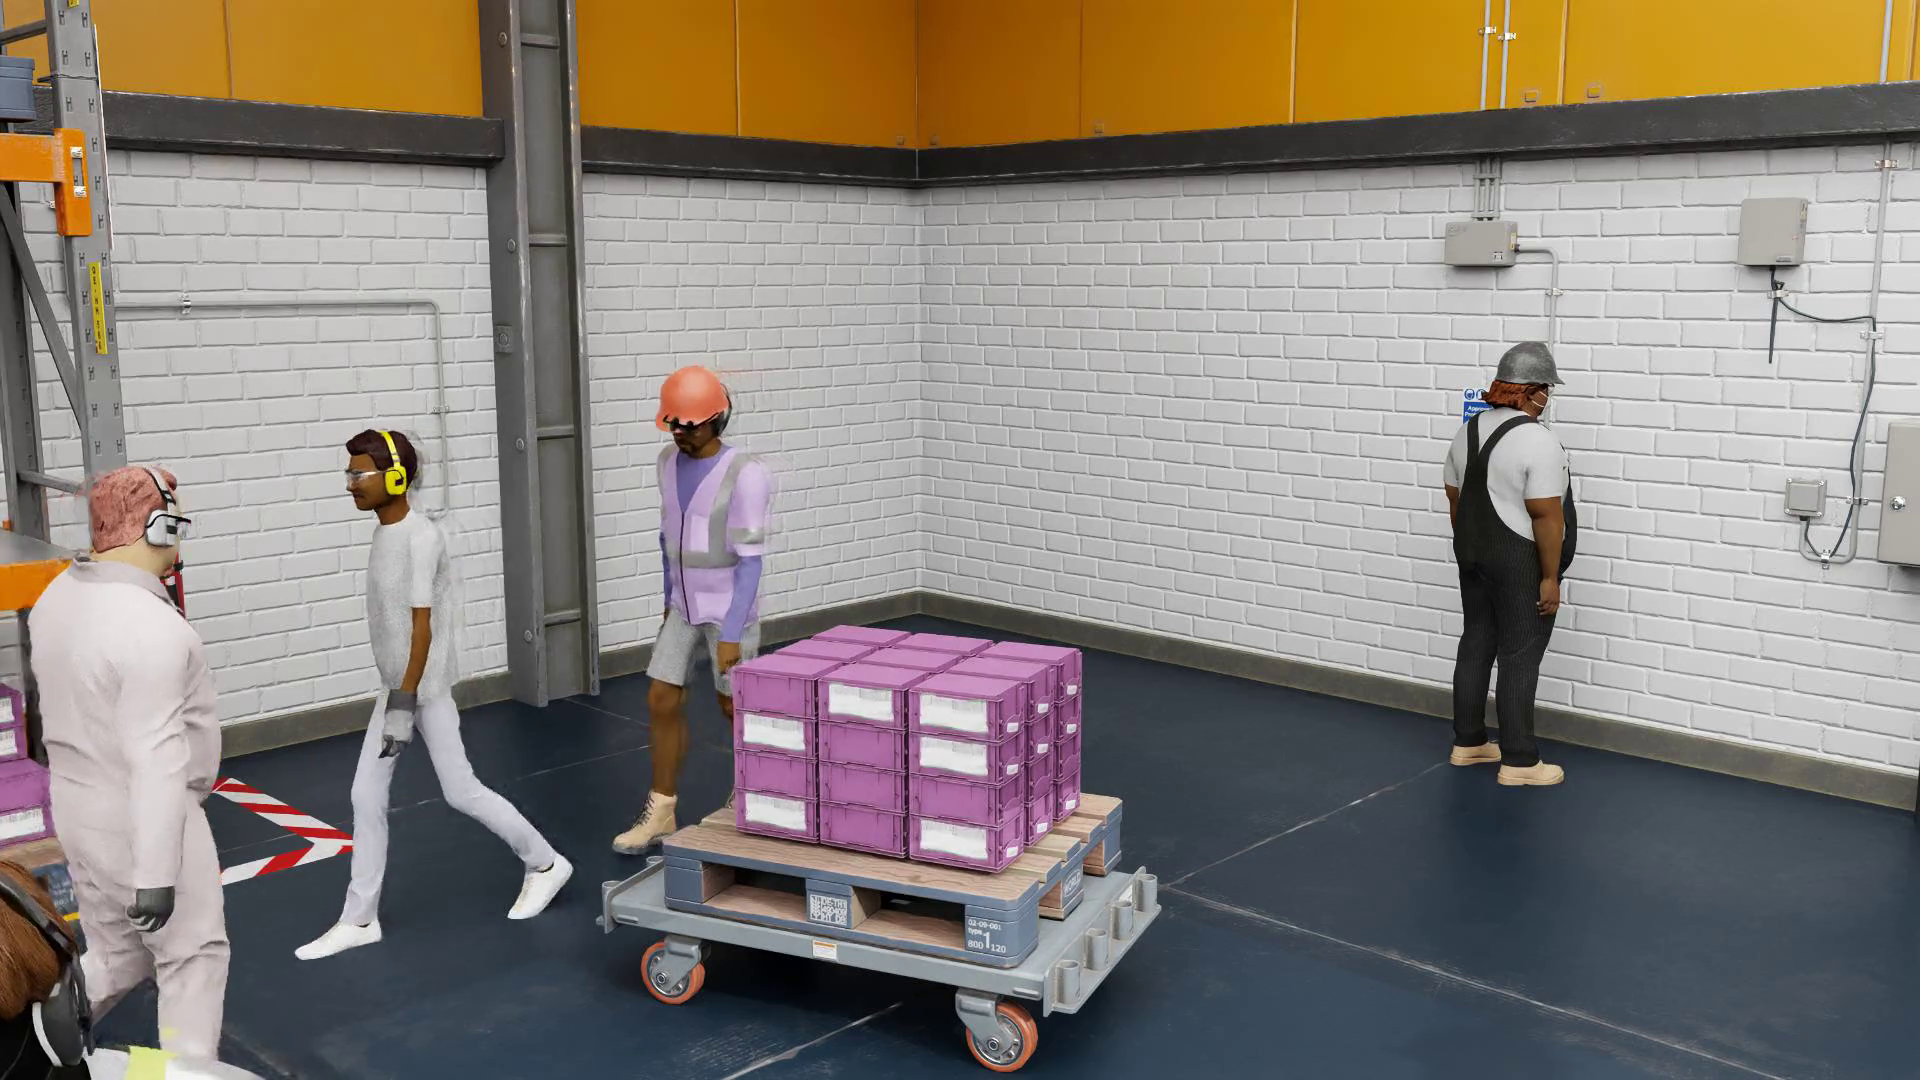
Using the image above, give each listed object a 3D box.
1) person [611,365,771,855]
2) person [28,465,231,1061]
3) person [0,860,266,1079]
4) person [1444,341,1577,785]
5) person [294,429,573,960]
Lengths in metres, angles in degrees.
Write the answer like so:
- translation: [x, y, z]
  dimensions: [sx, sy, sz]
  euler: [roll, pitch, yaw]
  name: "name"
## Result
- translation: [-1.079, 0.298, 6.646]
  dimensions: [0.699, 1.985, 0.833]
  euler: [7, 12, 38]
  name: "person"
- translation: [-2.169, 0.750, 4.224]
  dimensions: [0.654, 1.873, 0.724]
  euler: [7, 12, 38]
  name: "person"
- translation: [-0.940, 1.181, 1.740]
  dimensions: [0.638, 1.821, 0.636]
  euler: [-3, 10, -17]
  name: "person"
- translation: [2.592, 0.095, 7.727]
  dimensions: [0.536, 2.000, 0.688]
  euler: [-3, 10, -20]
  name: "person"
- translation: [-1.854, 0.513, 5.845]
  dimensions: [0.932, 1.838, 0.503]
  euler: [-9, 13, -42]
  name: "person"
